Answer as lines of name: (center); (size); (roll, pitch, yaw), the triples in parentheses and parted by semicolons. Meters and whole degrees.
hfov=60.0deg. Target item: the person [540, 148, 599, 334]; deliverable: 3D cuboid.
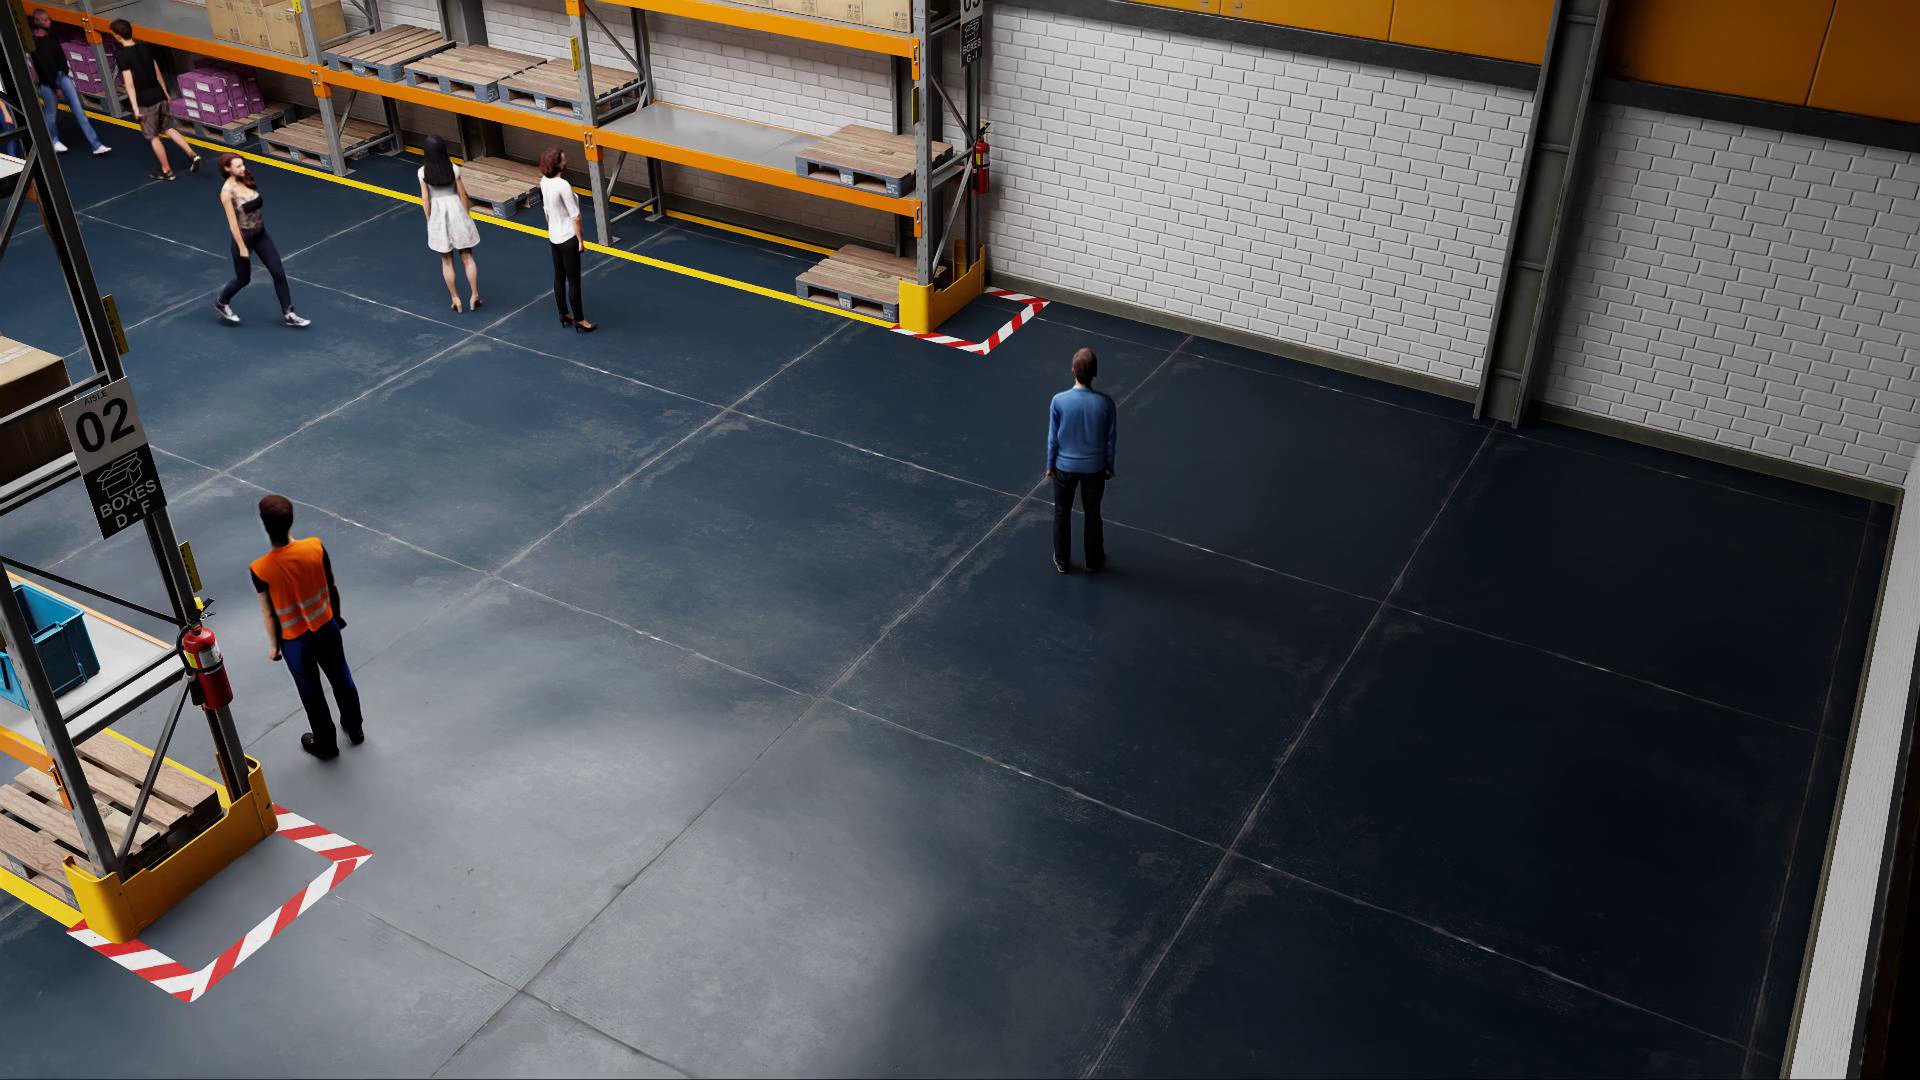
person: (-3.735, -2.821, 15.680); (0.534, 1.794, 0.713); (26, 42, 34)

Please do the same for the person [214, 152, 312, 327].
person: (-6.805, -2.803, 15.709); (1.242, 1.732, 0.859); (7, 34, 11)

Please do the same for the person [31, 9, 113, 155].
person: (-10.708, -5.344, 19.562); (1.205, 1.699, 0.724); (11, 35, 16)

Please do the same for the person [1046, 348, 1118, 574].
person: (0.884, -0.575, 12.281); (0.664, 1.817, 0.802); (2, 34, 3)

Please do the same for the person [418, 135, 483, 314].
person: (-4.919, -3.047, 16.038); (0.774, 1.774, 0.836); (-8, 34, -12)

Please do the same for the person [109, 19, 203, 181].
person: (-9.127, -4.974, 18.877); (0.983, 1.841, 0.819); (13, 36, 19)

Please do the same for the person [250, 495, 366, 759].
person: (-4.127, 0.555, 10.517); (0.687, 1.888, 0.724); (26, 41, 33)
